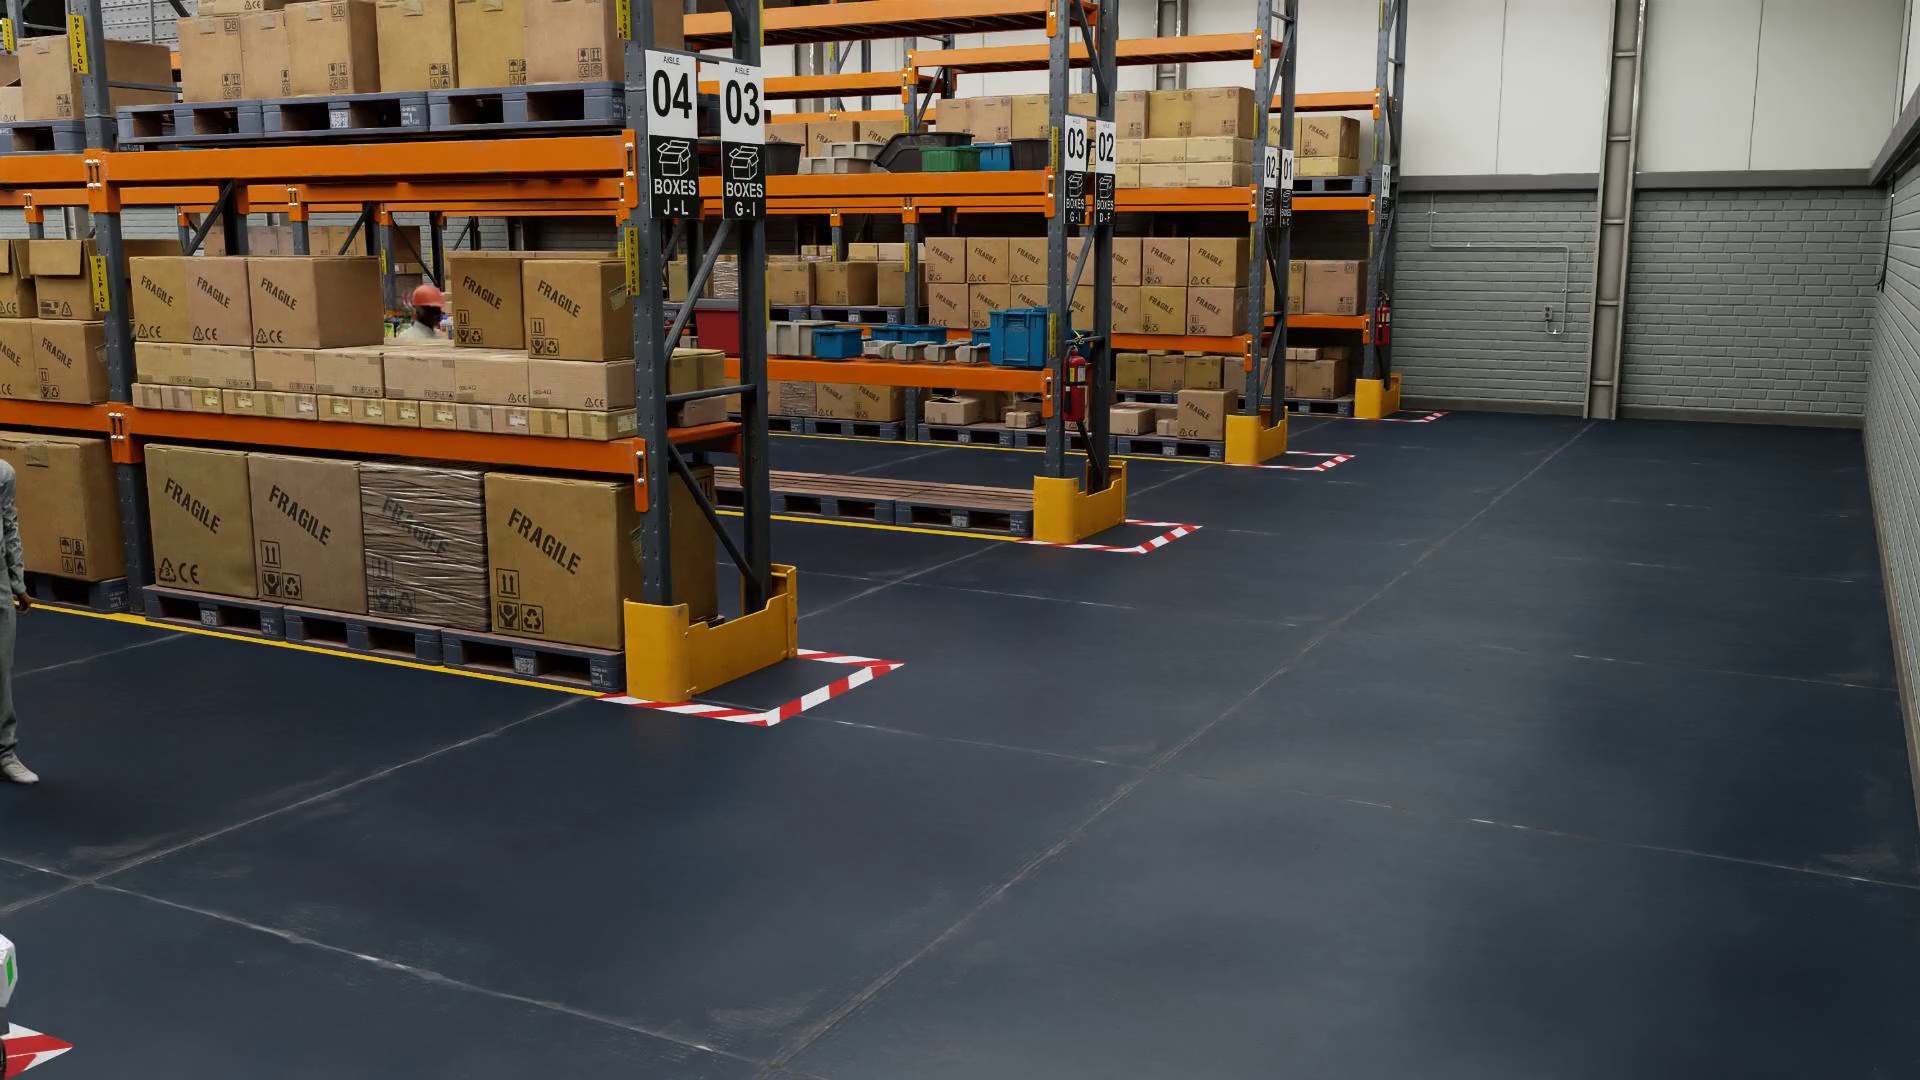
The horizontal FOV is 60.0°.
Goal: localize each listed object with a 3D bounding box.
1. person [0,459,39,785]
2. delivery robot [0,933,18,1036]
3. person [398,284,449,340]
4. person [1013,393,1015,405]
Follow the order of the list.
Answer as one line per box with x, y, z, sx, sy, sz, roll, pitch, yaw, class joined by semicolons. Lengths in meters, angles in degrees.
-4.148;0.218;6.965;0.321;1.743;0.488;8;13;36;person
-2.918;1.234;4.412;0.477;0.478;0.707;10;14;42;delivery robot
-4.191;-1.066;13.401;0.986;1.950;0.625;4;11;21;person
0.414;-2.292;20.326;0.771;1.855;0.600;5;12;26;person
